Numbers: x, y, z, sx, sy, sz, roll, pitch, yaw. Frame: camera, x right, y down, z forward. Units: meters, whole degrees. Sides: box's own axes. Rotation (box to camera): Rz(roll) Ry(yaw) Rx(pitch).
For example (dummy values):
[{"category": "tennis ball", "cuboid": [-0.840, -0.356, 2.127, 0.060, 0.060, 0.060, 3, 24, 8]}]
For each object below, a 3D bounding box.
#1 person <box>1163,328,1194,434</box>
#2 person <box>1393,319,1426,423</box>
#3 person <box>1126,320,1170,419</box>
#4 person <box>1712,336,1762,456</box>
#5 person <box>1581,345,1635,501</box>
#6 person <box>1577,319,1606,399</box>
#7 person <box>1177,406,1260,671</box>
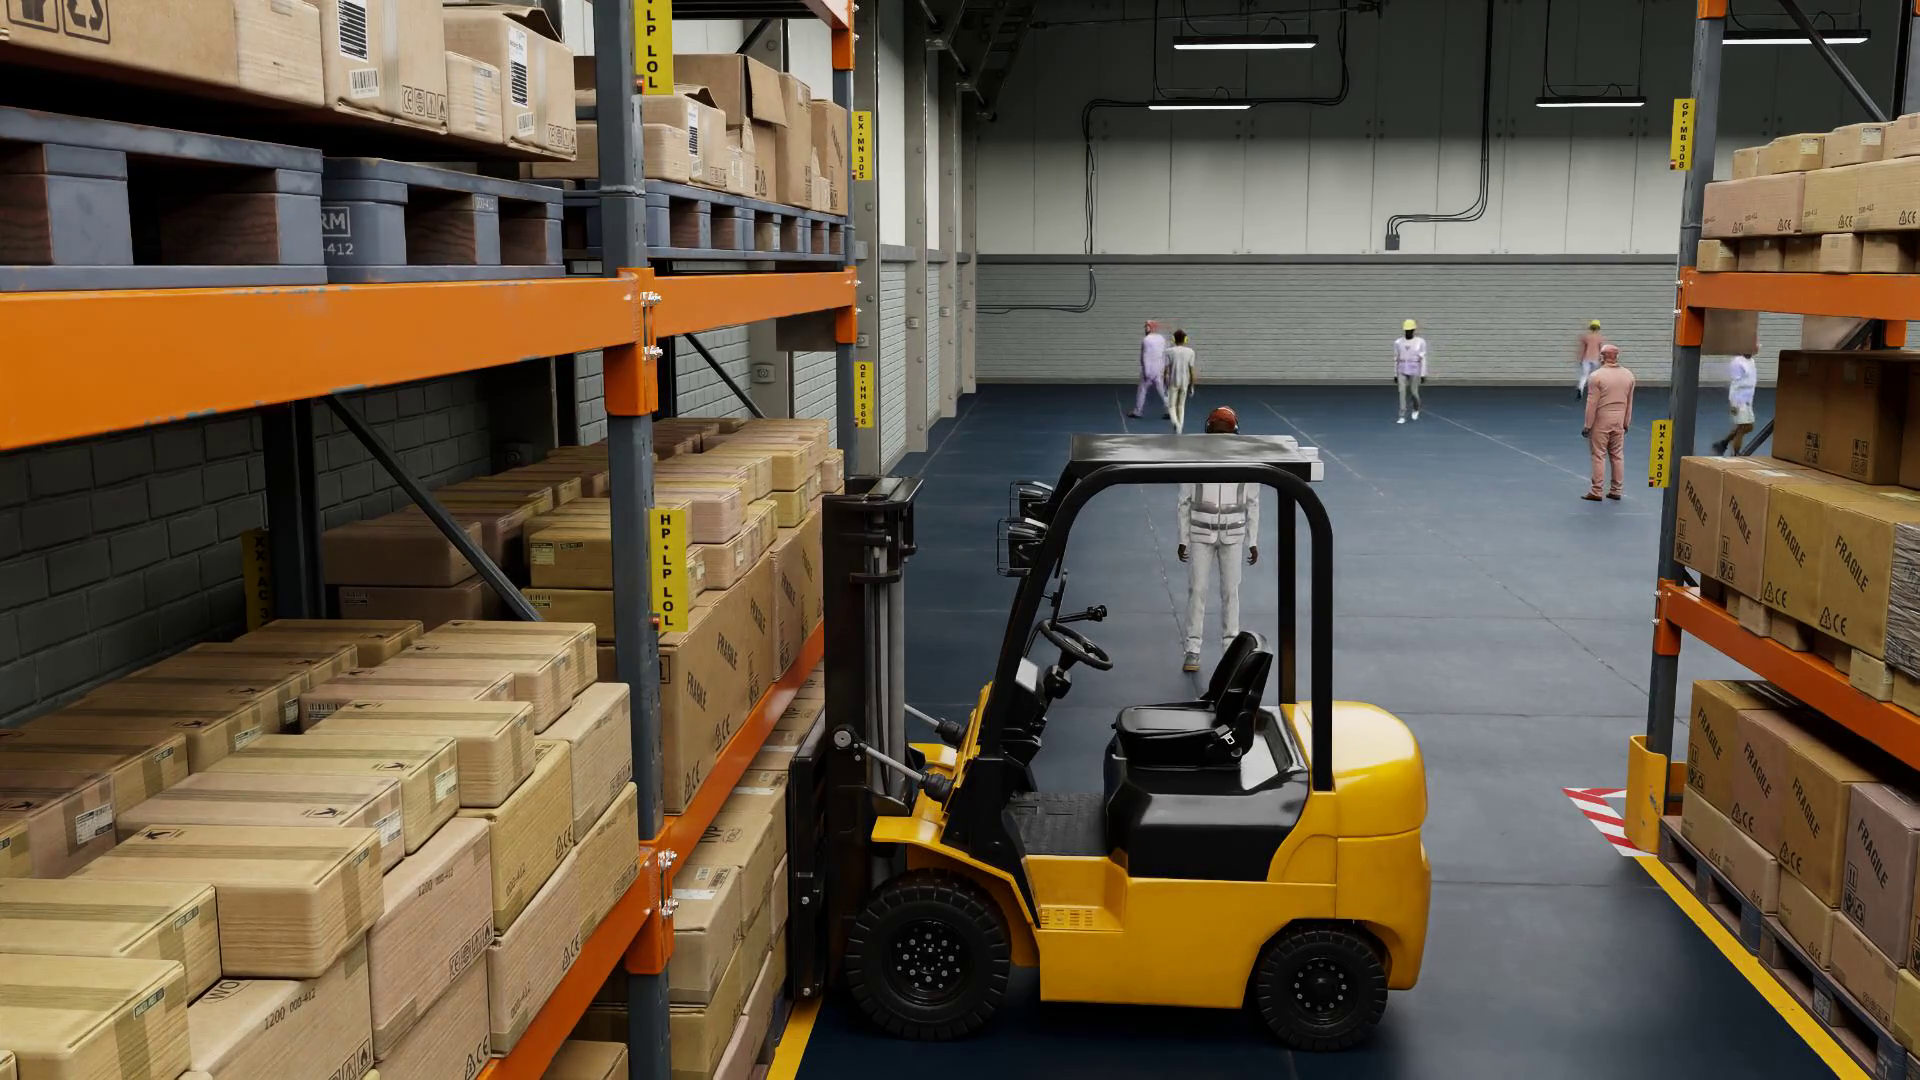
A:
[{"category": "person", "cuboid": [3.577, -2.525, 27.121, 0.517, 1.854, 0.649, 0, 9, -3]}, {"category": "person", "cuboid": [8.221, -3.088, 30.382, 0.591, 1.907, 0.730, 5, 11, 29]}, {"category": "person", "cuboid": [3.609, -3.178, 31.041, 0.981, 1.867, 0.665, 8, 12, 41]}, {"category": "person", "cuboid": [11.091, -1.993, 23.704, 0.552, 1.923, 0.568, -8, 12, -40]}, {"category": "person", "cuboid": [7.878, -1.428, 20.307, 0.651, 1.904, 0.402, -3, 10, -17]}, {"category": "person", "cuboid": [13.382, -3.819, 35.285, 0.529, 1.742, 0.738, 7, 12, 37]}, {"category": "person", "cuboid": [1.819, -0.005, 11.740, 0.574, 1.887, 0.355, 1, 9, 5]}]
